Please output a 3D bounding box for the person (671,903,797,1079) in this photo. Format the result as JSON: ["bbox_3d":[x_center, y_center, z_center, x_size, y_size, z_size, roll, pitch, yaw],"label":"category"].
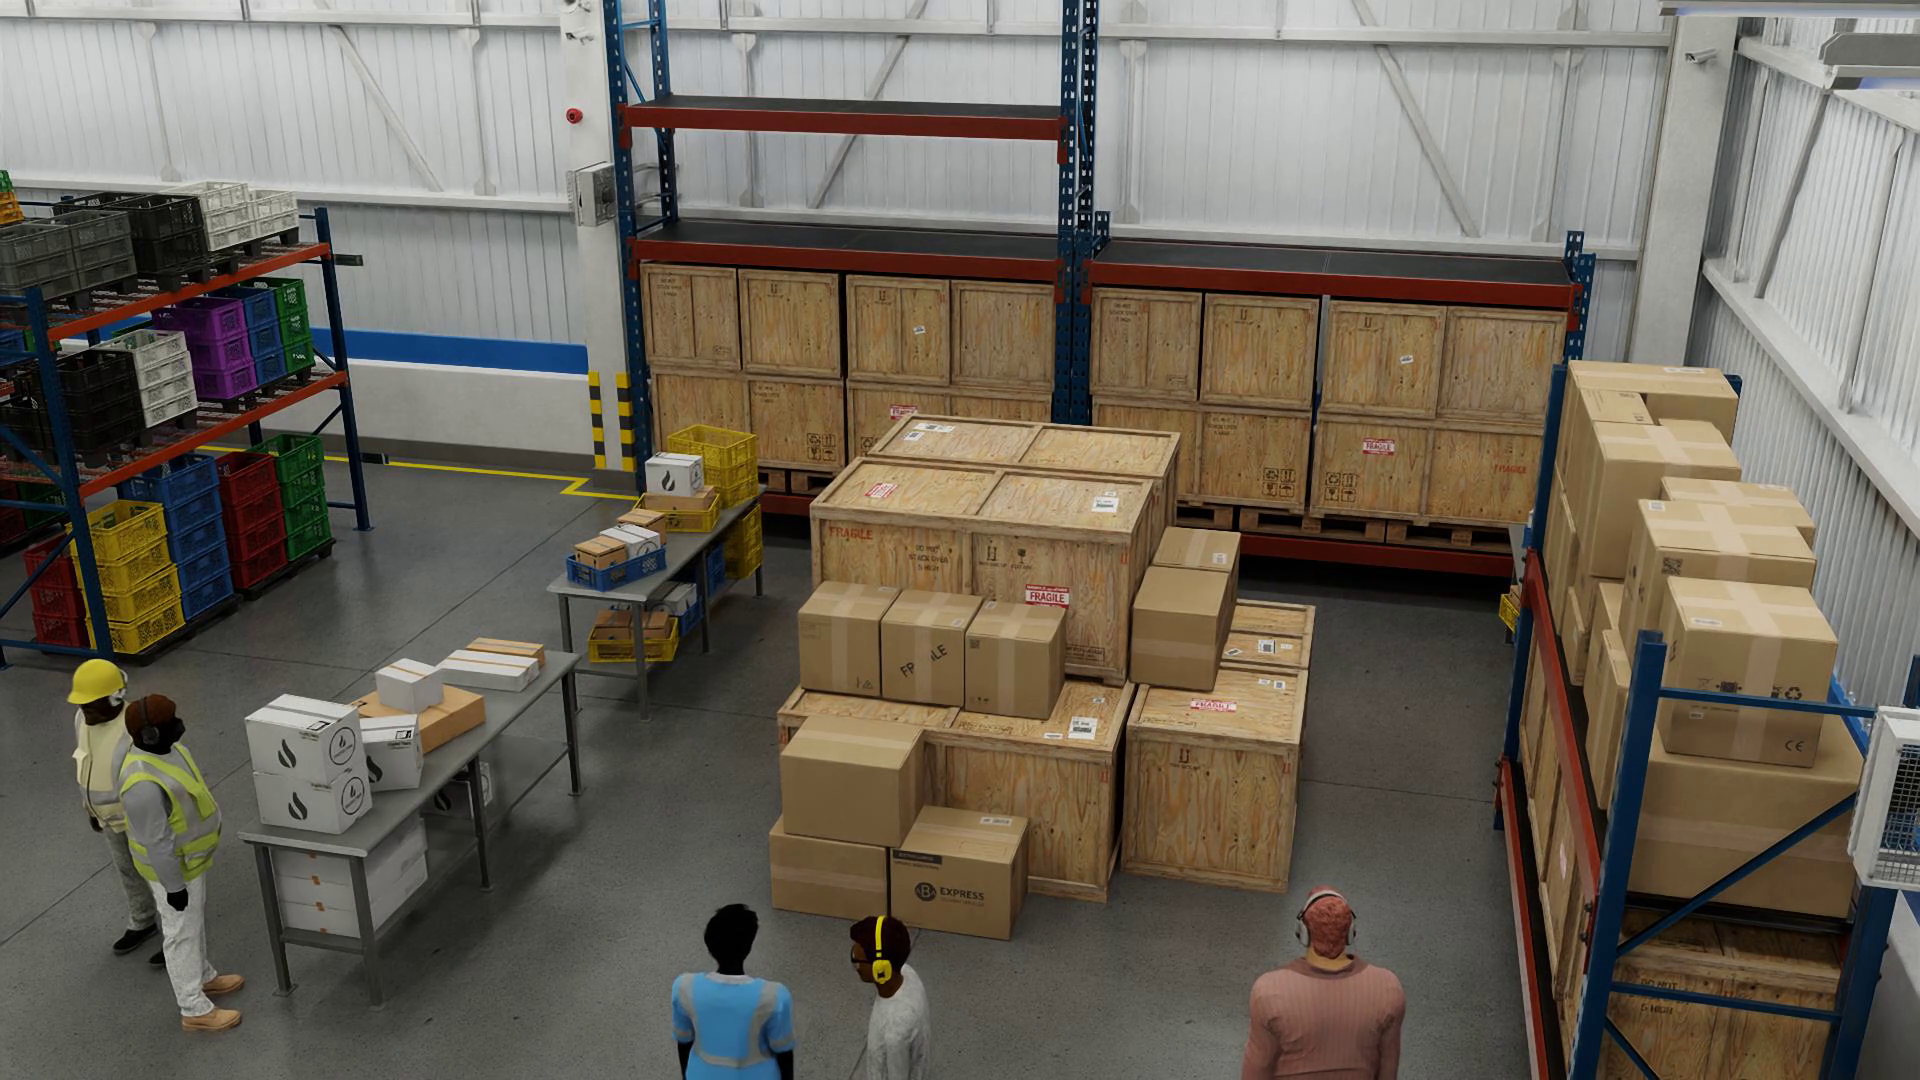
[{"bbox_3d":[-0.940,2.306,7.005,0.538,1.688,0.326,4,21,11],"label":"person"}]

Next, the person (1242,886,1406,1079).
[{"bbox_3d":[1.449,2.271,6.801,0.639,1.903,0.407,-1,21,-3],"label":"person"}]

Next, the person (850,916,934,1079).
[{"bbox_3d":[-0.262,2.335,6.704,0.329,1.856,0.518,0,21,0],"label":"person"}]

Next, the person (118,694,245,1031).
[{"bbox_3d":[-3.997,1.637,8.537,0.429,1.847,0.627,-7,22,-17],"label":"person"}]

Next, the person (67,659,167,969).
[{"bbox_3d":[-4.515,1.467,9.017,0.593,1.822,0.403,11,23,26],"label":"person"}]

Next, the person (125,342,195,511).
[{"bbox_3d":[-7.181,-0.850,14.912,0.635,1.938,0.359,0,21,-1],"label":"person"}]
